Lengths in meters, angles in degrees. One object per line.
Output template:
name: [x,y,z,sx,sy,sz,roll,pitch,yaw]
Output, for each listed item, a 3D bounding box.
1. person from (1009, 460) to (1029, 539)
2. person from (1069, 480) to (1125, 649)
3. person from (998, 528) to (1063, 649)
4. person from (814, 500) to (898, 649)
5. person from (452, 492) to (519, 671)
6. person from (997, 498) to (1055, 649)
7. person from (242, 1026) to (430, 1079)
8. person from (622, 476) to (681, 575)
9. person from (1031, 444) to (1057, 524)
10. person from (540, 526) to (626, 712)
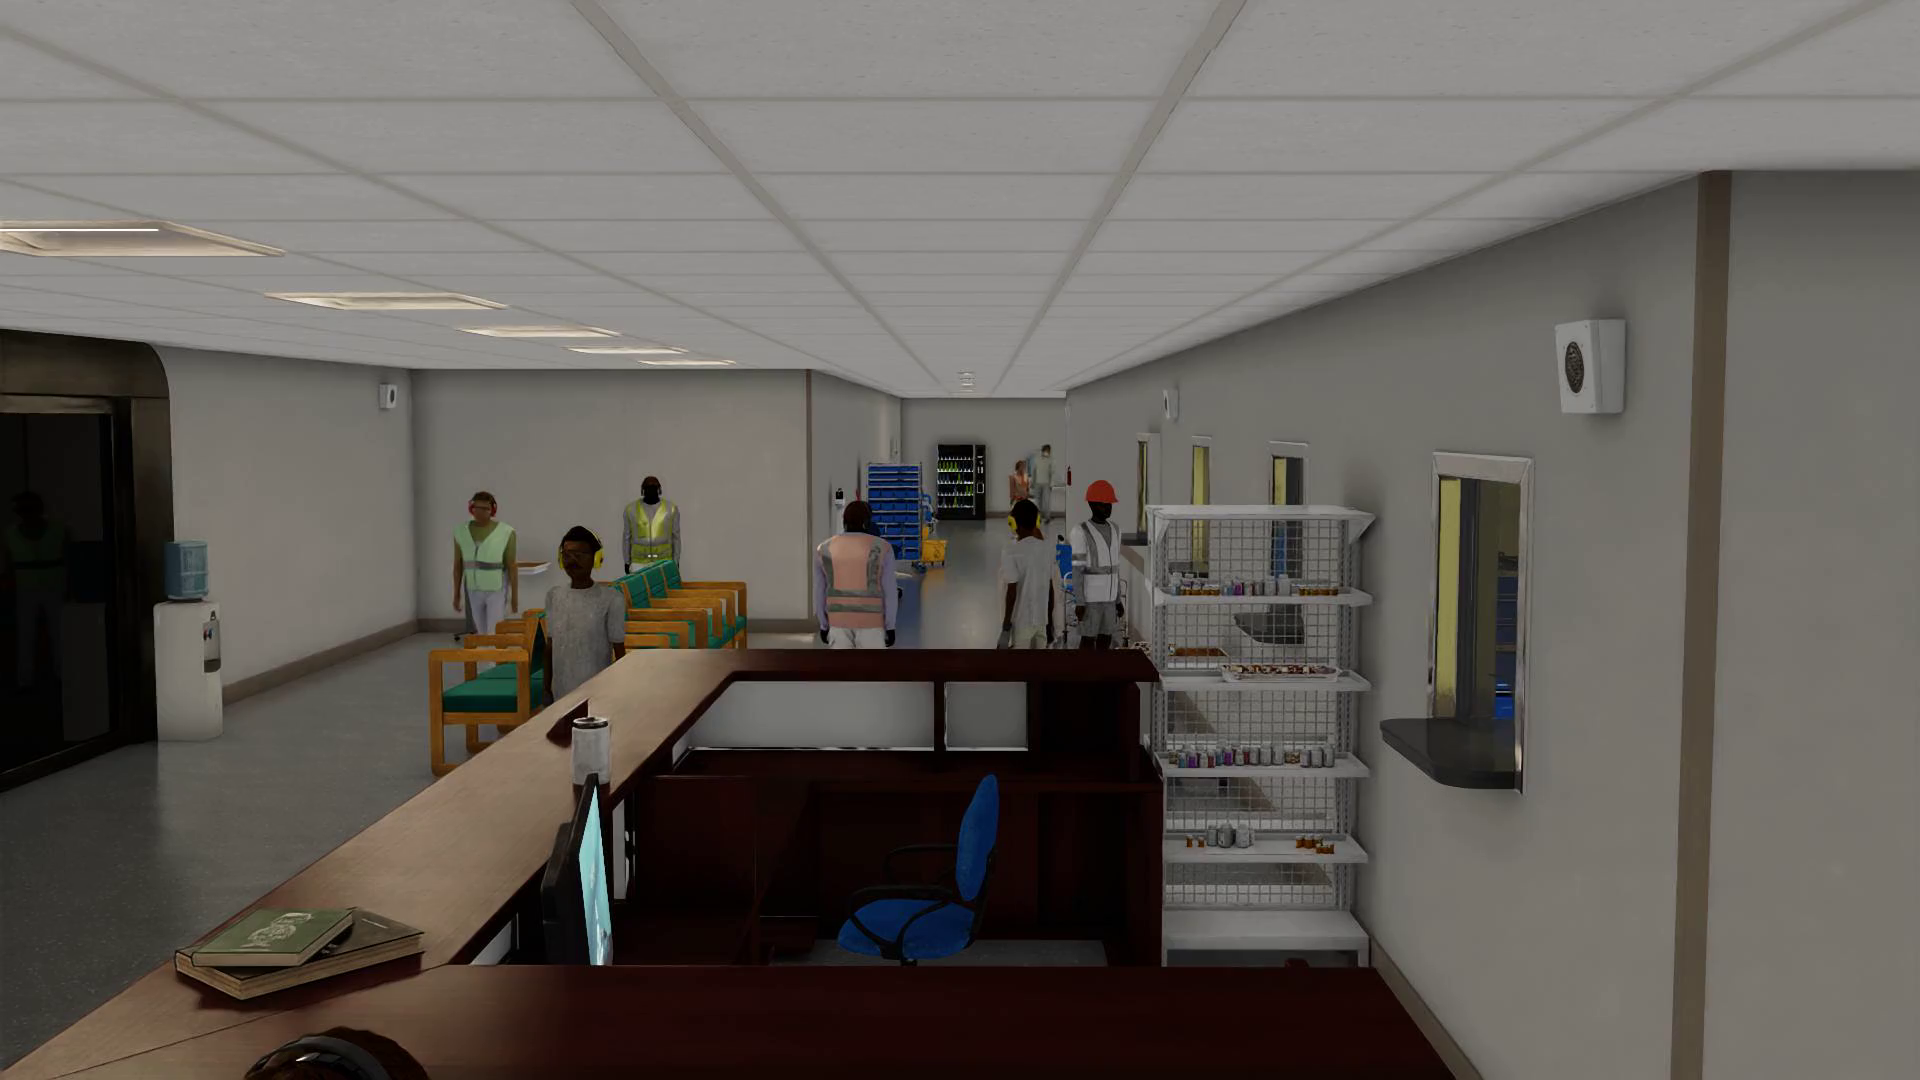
person: [1.224,-0.822,34.106,0.567,1.627,0.424,-3,5,-33]
person: [1.162,0.470,13.810,0.548,1.938,0.358,-4,6,-43]
person: [0.537,0.703,12.641,0.499,1.633,0.286,1,4,13]
person: [-0.757,0.625,12.295,0.624,1.844,0.430,1,4,14]
person: [-4.195,0.476,14.737,0.578,1.807,0.658,1,4,14]
person: [0.477,0.632,12.033,0.513,1.865,0.329,-4,5,-42]
person: [-0.609,1.392,1.629,0.619,1.835,0.430,1,4,17]
person: [-3.342,0.222,18.035,0.632,1.836,0.429,-1,4,-7]
person: [1.912,-1.312,39.184,0.798,1.900,0.397,3,5,33]
person: [-2.001,0.859,8.782,0.514,1.876,0.328,1,4,18]
